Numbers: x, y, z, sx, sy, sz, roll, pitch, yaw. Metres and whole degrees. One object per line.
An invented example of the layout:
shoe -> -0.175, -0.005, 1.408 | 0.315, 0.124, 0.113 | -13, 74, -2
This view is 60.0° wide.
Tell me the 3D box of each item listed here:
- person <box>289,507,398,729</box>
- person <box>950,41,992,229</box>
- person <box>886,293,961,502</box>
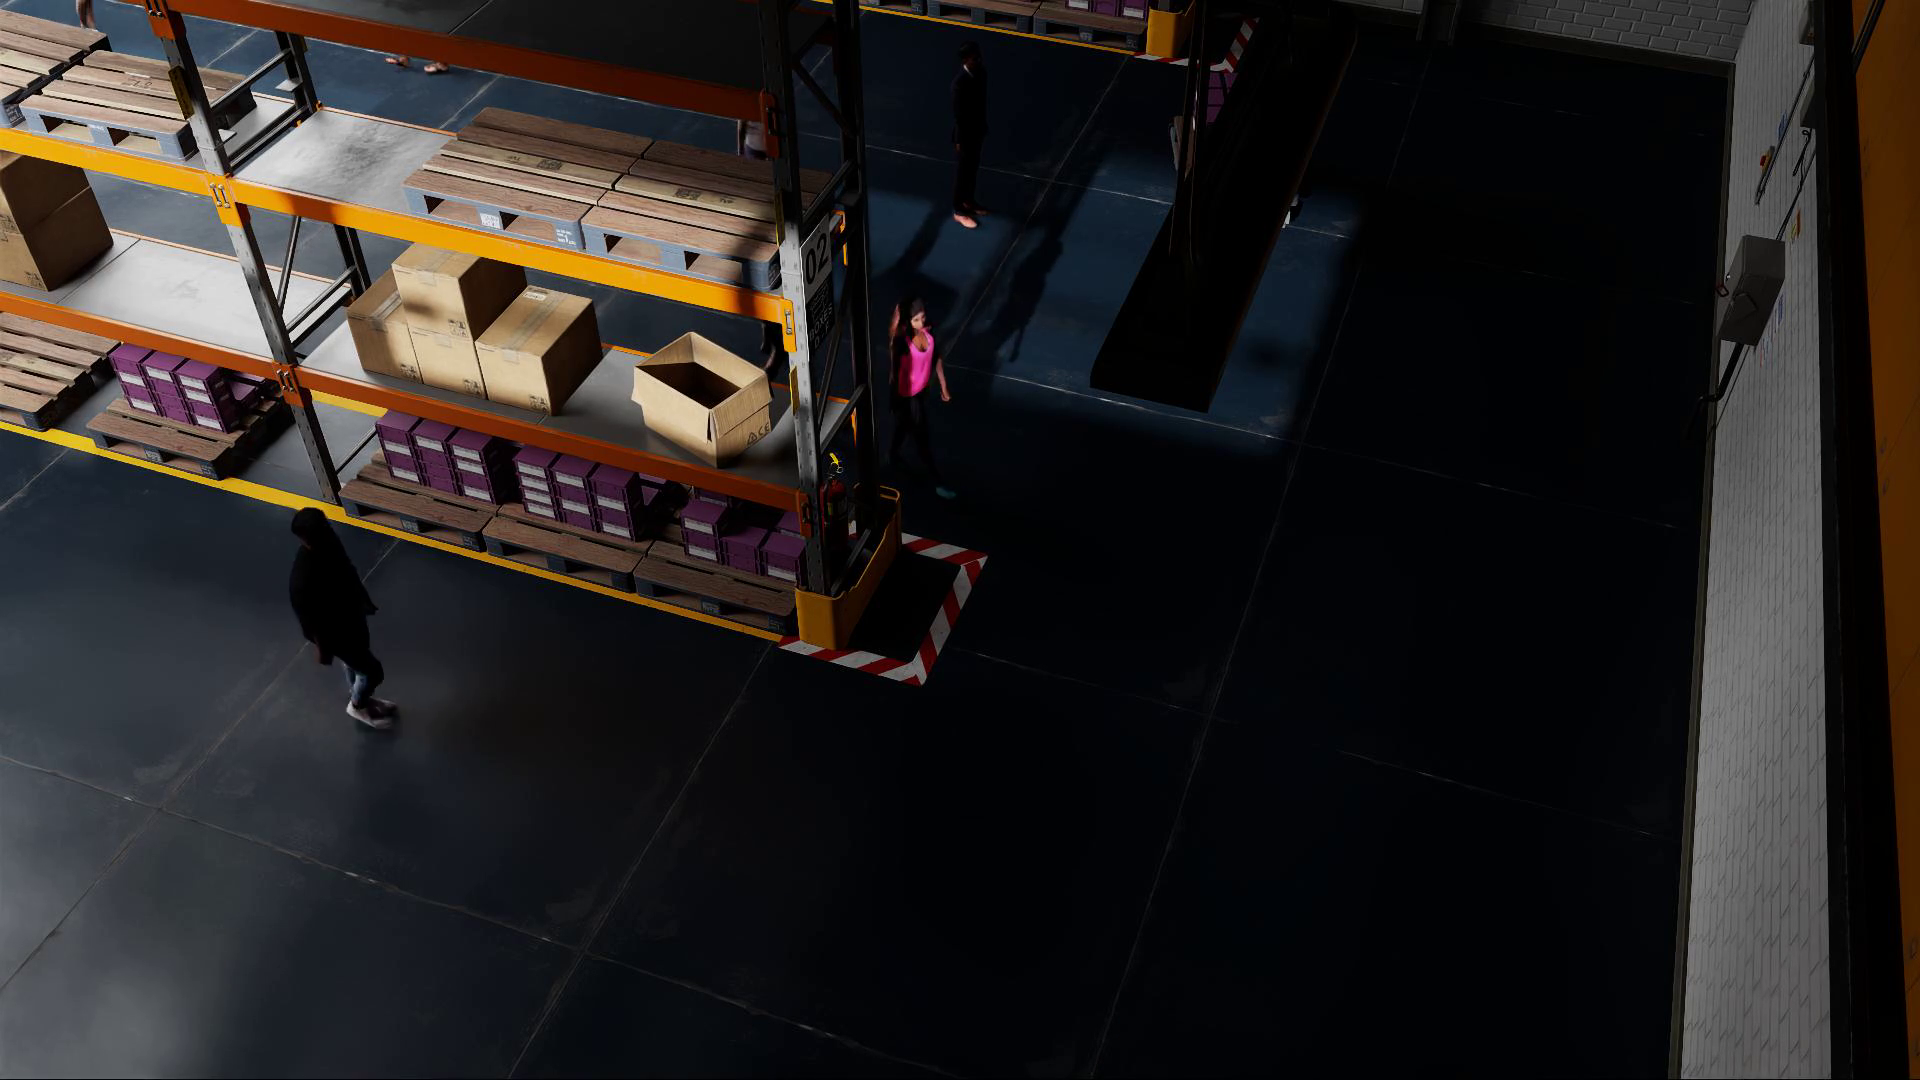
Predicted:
person -> -3.961, 0.502, 10.353 | 0.771, 1.800, 0.788 | 2, 44, 3
person -> 0.075, -3.614, 14.726 | 0.581, 1.727, 0.659 | 21, 47, 20
person -> -0.412, -1.121, 12.138 | 1.060, 1.688, 0.781 | 29, 51, 27
